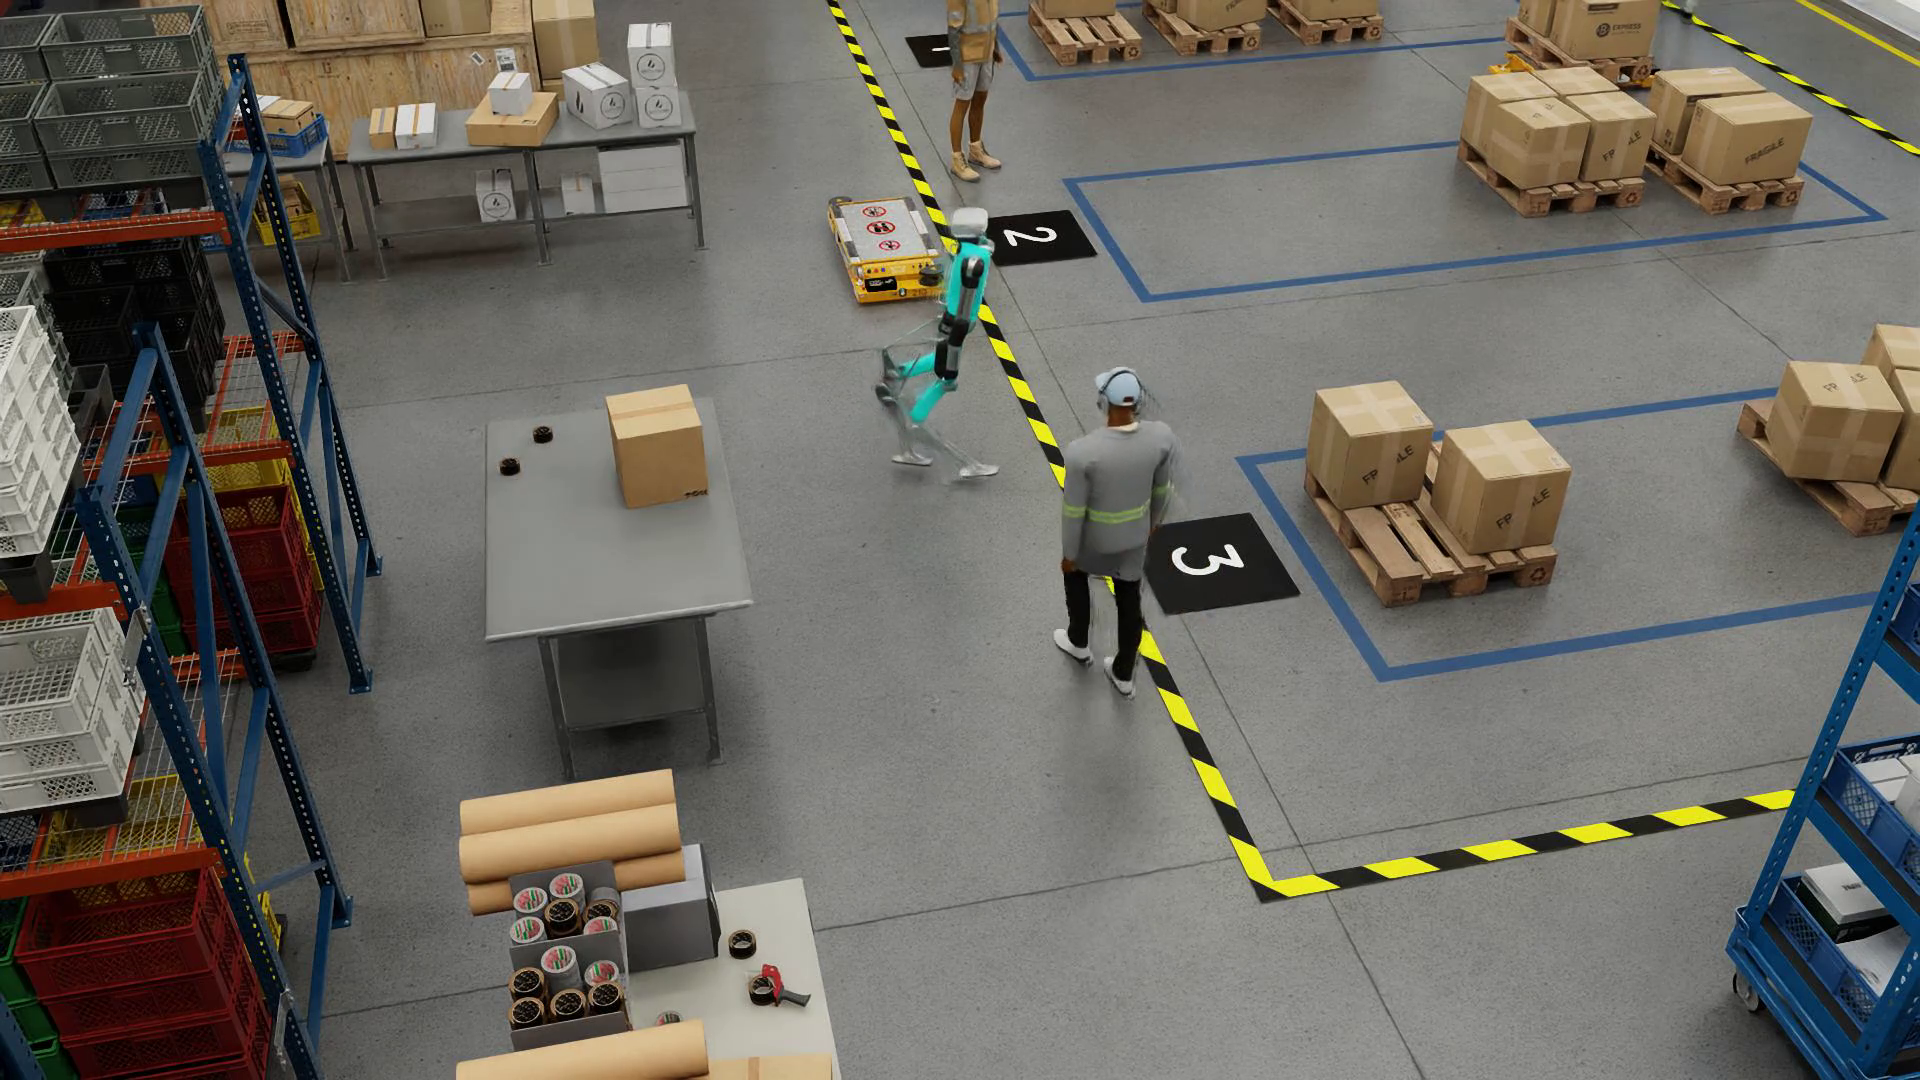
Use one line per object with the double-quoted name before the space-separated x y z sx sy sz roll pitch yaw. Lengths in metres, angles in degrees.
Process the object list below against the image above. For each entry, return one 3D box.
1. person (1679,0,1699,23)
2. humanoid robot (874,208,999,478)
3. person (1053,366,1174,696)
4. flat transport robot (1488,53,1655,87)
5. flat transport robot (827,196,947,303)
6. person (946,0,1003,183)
"person" 7.344 -6.151 16.554 0.579 1.772 0.969 7 37 10
"humanoid robot" -0.201 -1.123 9.820 0.893 1.743 0.552 1 37 2
"person" 0.741 -0.081 8.355 0.613 1.824 0.716 -13 38 -16
"flat transport robot" 5.712 -4.362 15.394 1.431 0.197 0.652 -8 37 -10
"flat transport robot" -0.570 -2.220 12.538 0.659 0.231 1.431 -8 37 -10
"person" 0.140 -3.899 13.317 0.389 2.035 0.604 26 44 30
